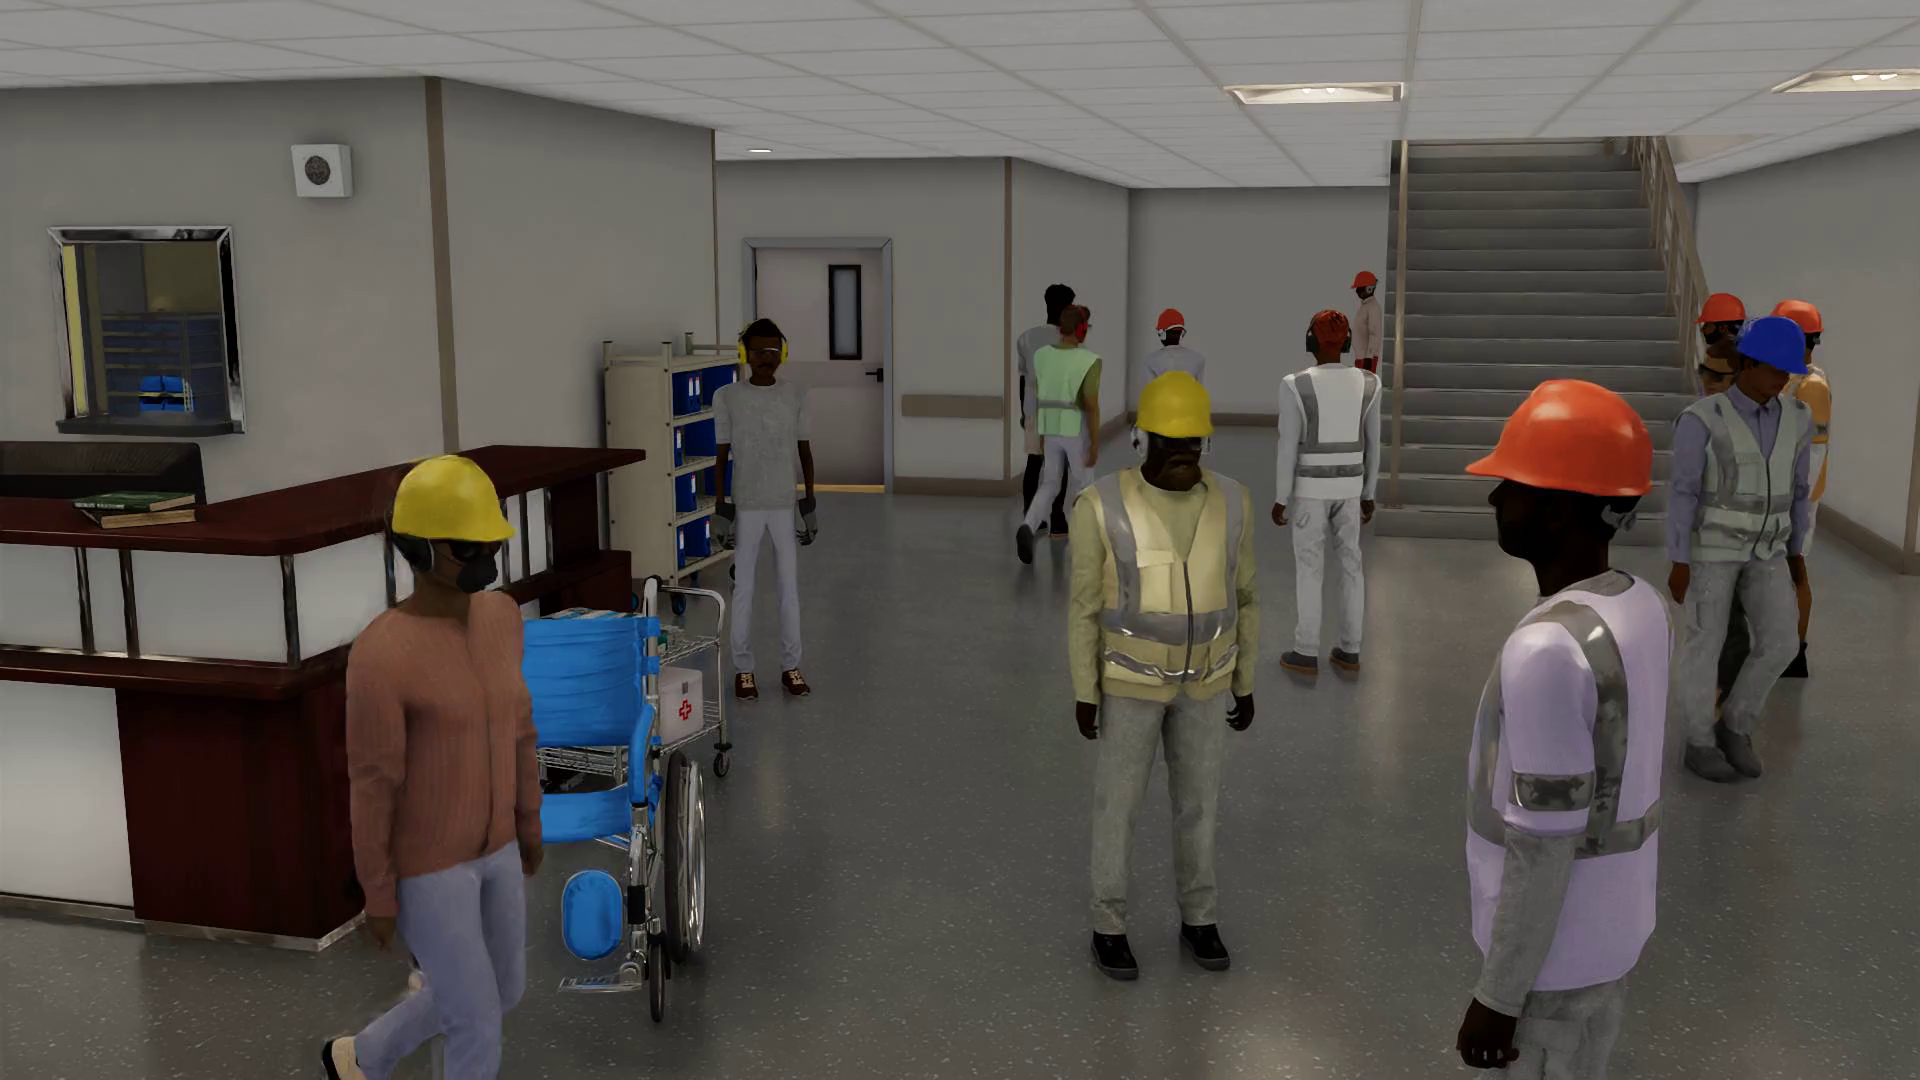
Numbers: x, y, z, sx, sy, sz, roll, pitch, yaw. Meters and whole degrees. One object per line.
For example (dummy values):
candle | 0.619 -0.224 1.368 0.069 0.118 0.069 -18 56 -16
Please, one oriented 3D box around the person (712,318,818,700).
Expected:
person | -0.947 -0.148 8.120 0.508 1.862 0.325 -3 10 -16

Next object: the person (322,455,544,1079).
person | -1.169 0.667 3.655 0.668 1.742 0.532 4 10 21

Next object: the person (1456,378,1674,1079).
person | 1.037 0.687 2.960 0.351 1.942 0.545 7 12 35

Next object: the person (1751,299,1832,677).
person | 4.235 -0.260 8.551 0.364 1.934 0.553 2 10 14

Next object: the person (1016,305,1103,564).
person | 0.719 -0.715 11.558 0.582 1.825 0.733 7 12 37

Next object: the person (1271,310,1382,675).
person | 1.891 -0.243 8.605 0.577 1.882 0.349 -2 10 -14

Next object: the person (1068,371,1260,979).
person | 0.617 0.405 4.978 0.595 1.824 0.403 -2 10 -14

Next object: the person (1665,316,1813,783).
person | 3.149 0.057 6.731 0.657 1.913 0.484 -2 10 -11

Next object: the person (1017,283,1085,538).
person | 0.713 -0.991 12.815 0.614 1.952 0.386 7 12 36

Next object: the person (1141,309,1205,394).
person | 1.631 -0.919 12.959 0.563 1.753 0.327 -5 11 -25

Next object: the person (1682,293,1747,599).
person | 4.746 -0.574 10.435 0.381 1.931 0.539 7 12 36

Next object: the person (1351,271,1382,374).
person | 4.830 -2.208 19.861 0.385 1.990 0.608 0 10 0
